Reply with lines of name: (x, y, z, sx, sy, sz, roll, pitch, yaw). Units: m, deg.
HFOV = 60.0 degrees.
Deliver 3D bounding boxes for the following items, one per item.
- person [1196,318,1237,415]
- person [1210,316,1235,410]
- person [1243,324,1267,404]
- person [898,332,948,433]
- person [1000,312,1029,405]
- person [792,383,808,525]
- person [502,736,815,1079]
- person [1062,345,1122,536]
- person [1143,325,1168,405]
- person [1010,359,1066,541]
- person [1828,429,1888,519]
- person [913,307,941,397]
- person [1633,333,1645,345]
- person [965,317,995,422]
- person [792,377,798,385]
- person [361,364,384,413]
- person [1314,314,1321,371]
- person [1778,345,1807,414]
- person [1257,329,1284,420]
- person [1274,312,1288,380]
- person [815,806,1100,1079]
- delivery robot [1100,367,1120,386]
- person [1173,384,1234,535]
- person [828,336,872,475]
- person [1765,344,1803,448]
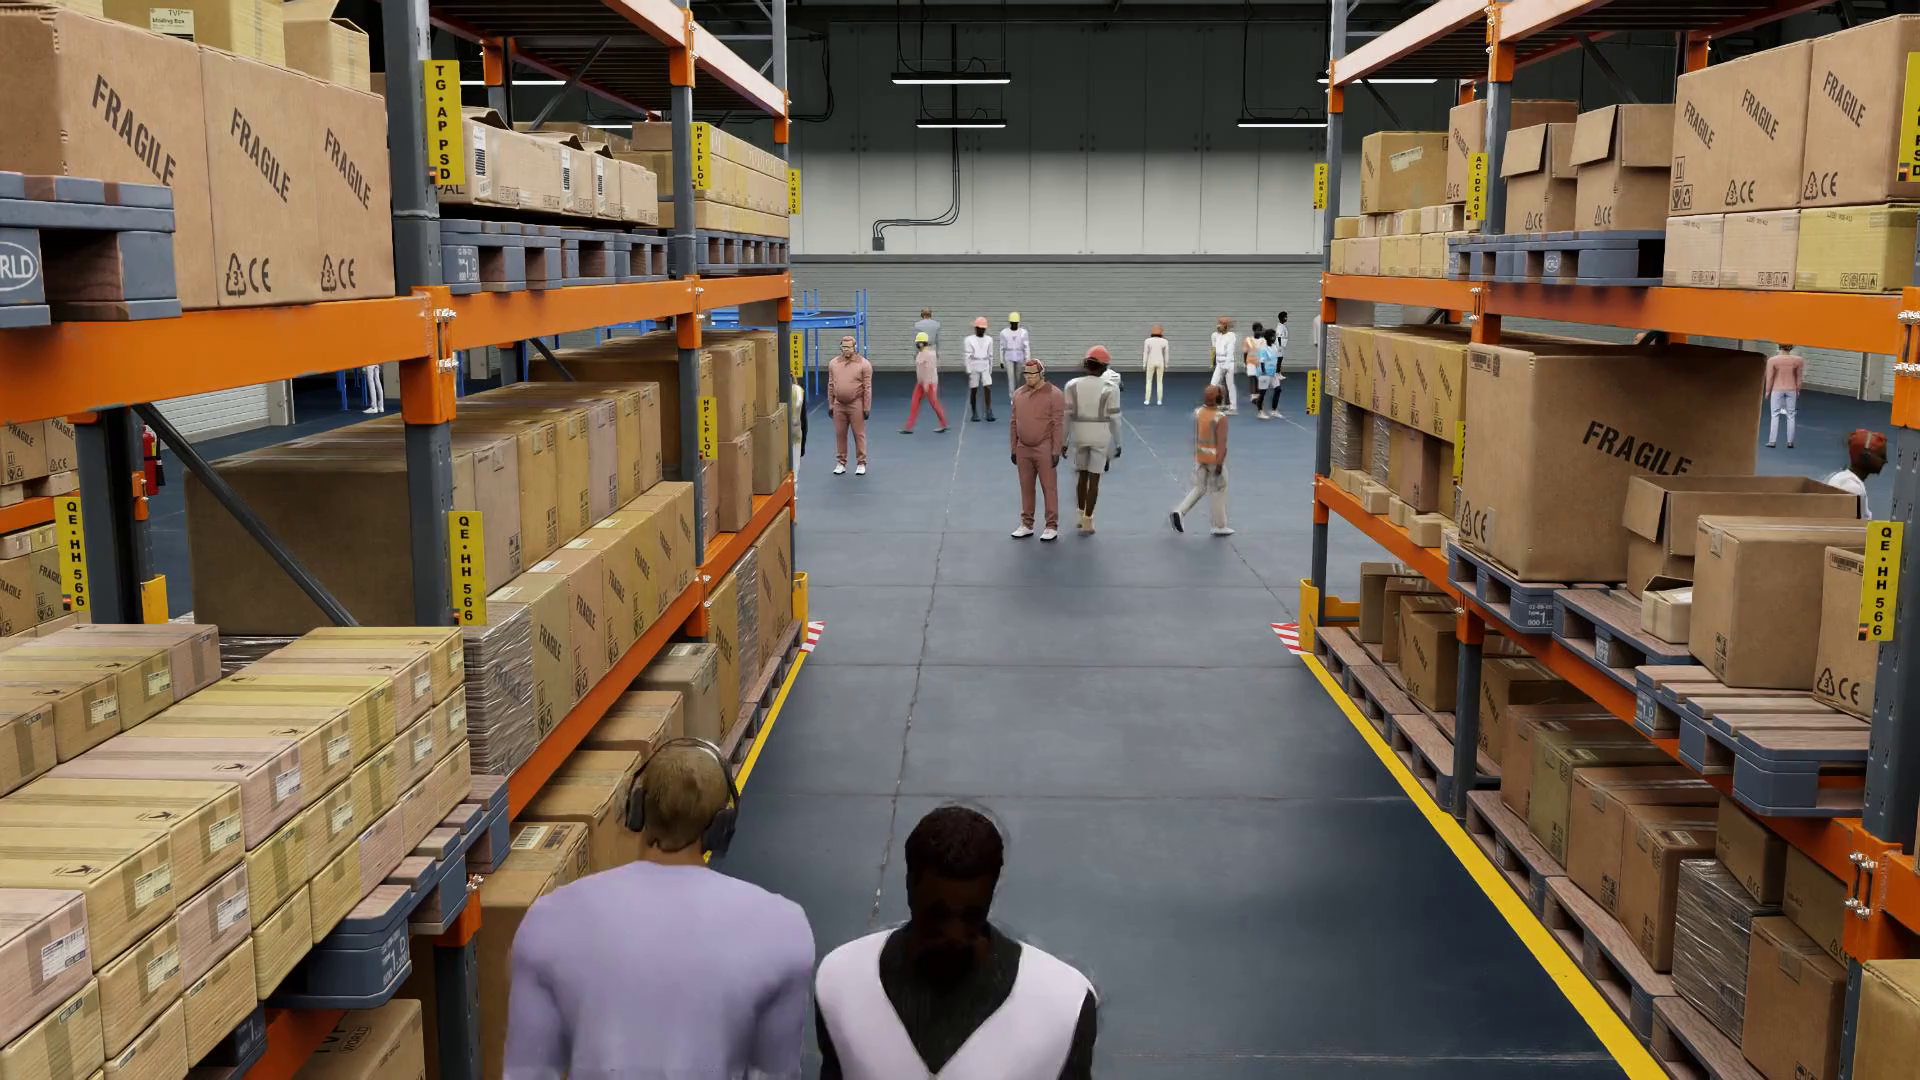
person: (4.932, -3.290, 31.643, 0.918, 1.848, 0.579, -5, 11, -29)
person: (5.173, -3.495, 32.865, 0.508, 1.846, 0.345, -4, 10, -21)
person: (6.094, -3.605, 34.090, 0.550, 1.639, 0.891, 0, 9, 0)
person: (-0.601, -2.677, 28.343, 0.893, 1.720, 0.535, -5, 11, -28)
person: (1.113, -3.749, 34.262, 0.597, 1.892, 0.944, -1, 9, -3)
person: (-2.005, -1.101, 18.570, 0.641, 1.830, 0.607, -4, 10, -23)
person: (-0.633, 1.381, 3.507, 0.640, 1.891, 0.597, 1, 9, 3)
person: (1.458, -1.081, 17.905, 0.626, 2.013, 0.759, 4, 10, 23)
person: (3.993, -3.574, 33.997, 0.516, 1.628, 0.306, -1, 10, -5)
person: (0.786, -0.955, 17.496, 0.636, 1.900, 0.403, 6, 11, 31)
person: (5.572, 0.186, 10.841, 0.750, 1.853, 0.591, 4, 10, 25)
person: (-0.721, -4.064, 35.994, 0.629, 1.940, 0.376, -5, 11, -26)
person: (12.218, -2.903, 29.952, 0.507, 1.632, 0.274, -4, 10, -20)
person: (0.385, -3.085, 30.250, 0.550, 1.903, 0.893, -2, 10, -14)
person: (-2.693, -2.120, 24.686, 0.606, 1.821, 0.452, -2, 10, -9)
person: (-11.407, -3.391, 32.163, 0.335, 1.873, 0.521, 3, 10, 18)
person: (9.182, -4.953, 41.479, 0.680, 1.876, 0.814, 7, 11, 34)
person: (15.889, -3.181, 31.705, 0.526, 1.599, 0.775, -2, 10, -11)
person: (5.749, -3.046, 30.654, 0.613, 1.674, 0.559, 9, 13, 42)
person: (7.967, -4.823, 41.286, 0.322, 1.689, 0.530, 3, 10, 20)
person: (-0.010, 1.414, 3.414, 0.604, 1.878, 0.893, 2, 10, 13)
delivery robot: (3.360, -3.699, 37.790, 0.477, 0.478, 0.707, -4, 10, -21)
person: (2.602, -0.843, 17.641, 0.667, 1.623, 0.511, -6, 11, -32)
person: (-1.526, -1.845, 22.844, 0.636, 1.899, 0.401, 3, 10, 20)
person: (12.937, -2.330, 26.139, 0.523, 1.763, 0.329, 2, 10, 14)
